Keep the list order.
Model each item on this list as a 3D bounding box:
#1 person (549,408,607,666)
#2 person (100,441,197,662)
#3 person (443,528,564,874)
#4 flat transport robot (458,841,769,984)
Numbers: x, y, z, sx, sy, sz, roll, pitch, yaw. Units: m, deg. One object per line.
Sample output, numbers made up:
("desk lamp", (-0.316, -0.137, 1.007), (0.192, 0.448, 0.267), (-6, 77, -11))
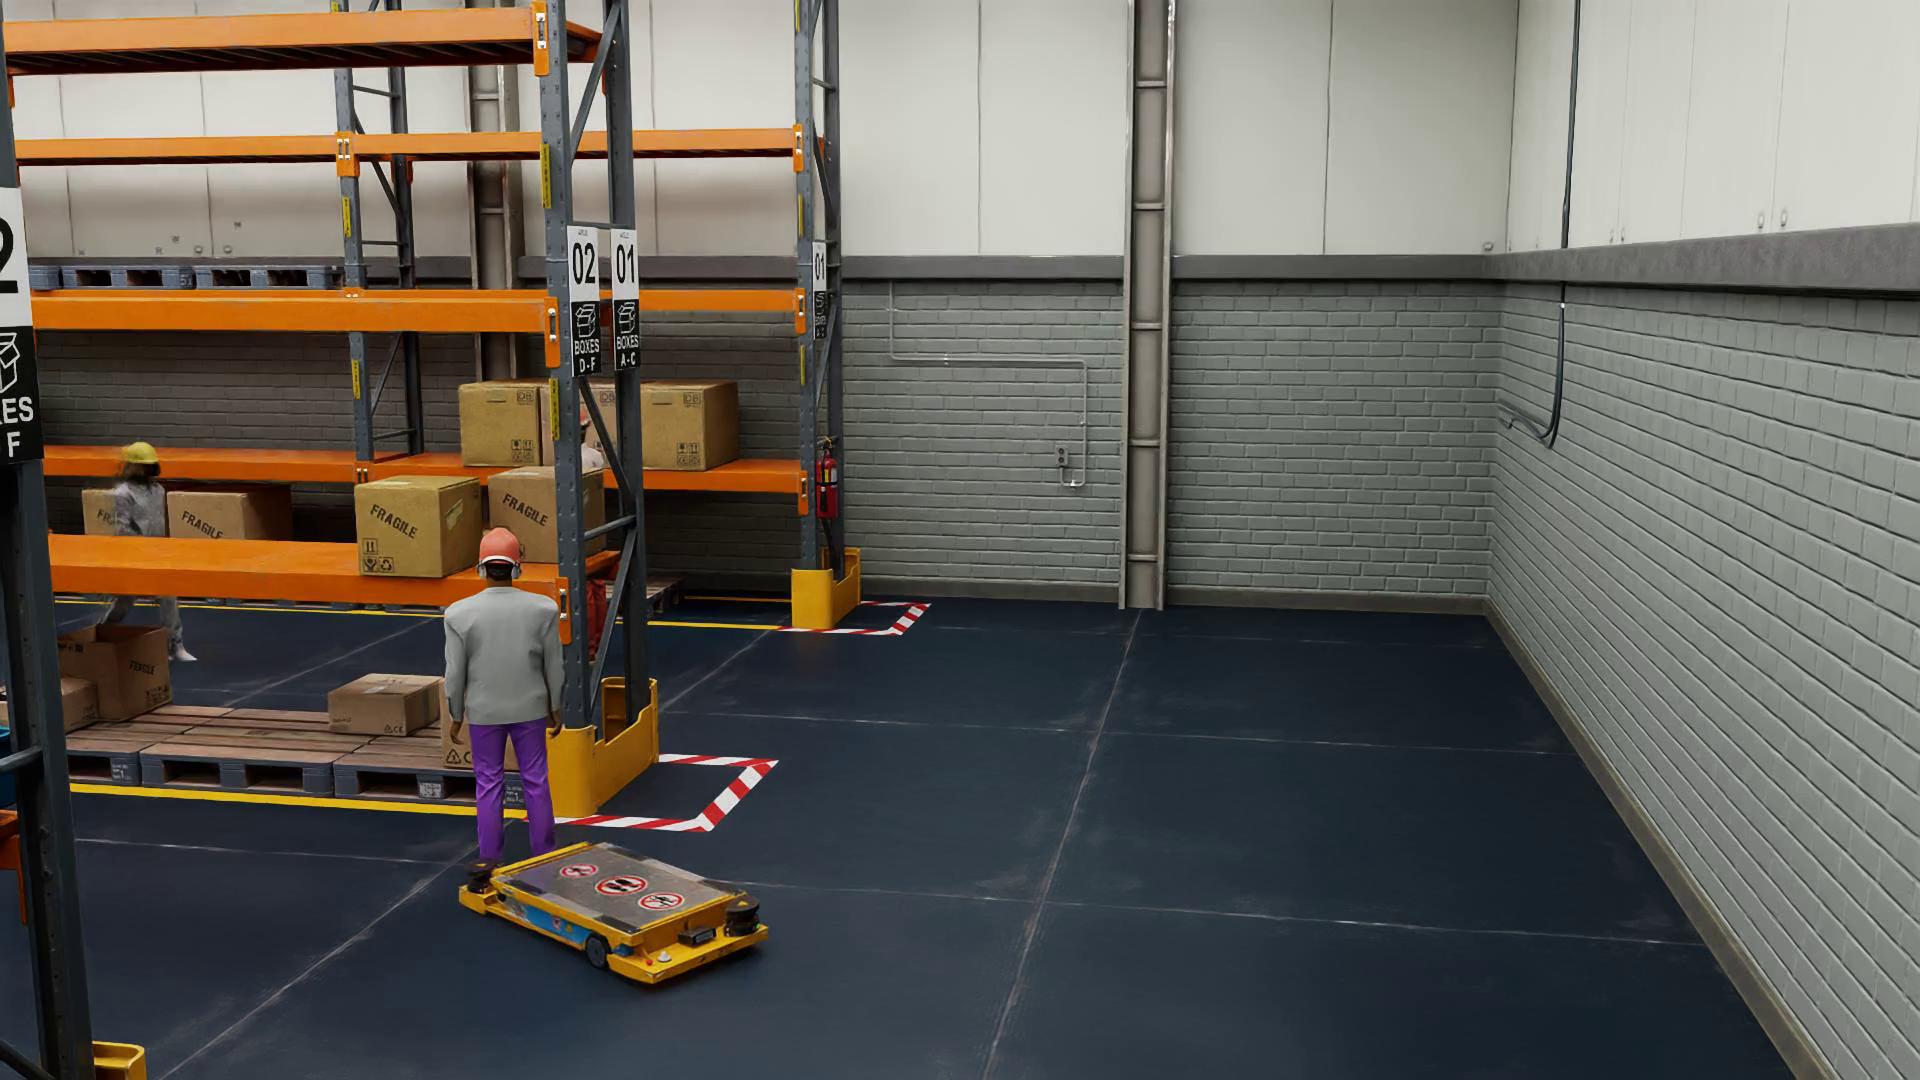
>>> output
("person", (-2.898, -0.034, 12.646), (0.386, 1.992, 0.609), (1, 9, 9))
("person", (-6.317, 0.087, 12.782), (0.844, 1.715, 0.488), (4, 10, 23))
("person", (-2.225, 0.811, 8.140), (0.566, 1.750, 0.341), (-3, 10, -20))
("flat transport robot", (-1.597, 1.644, 7.560), (1.431, 0.197, 0.652), (8, 12, 40))
